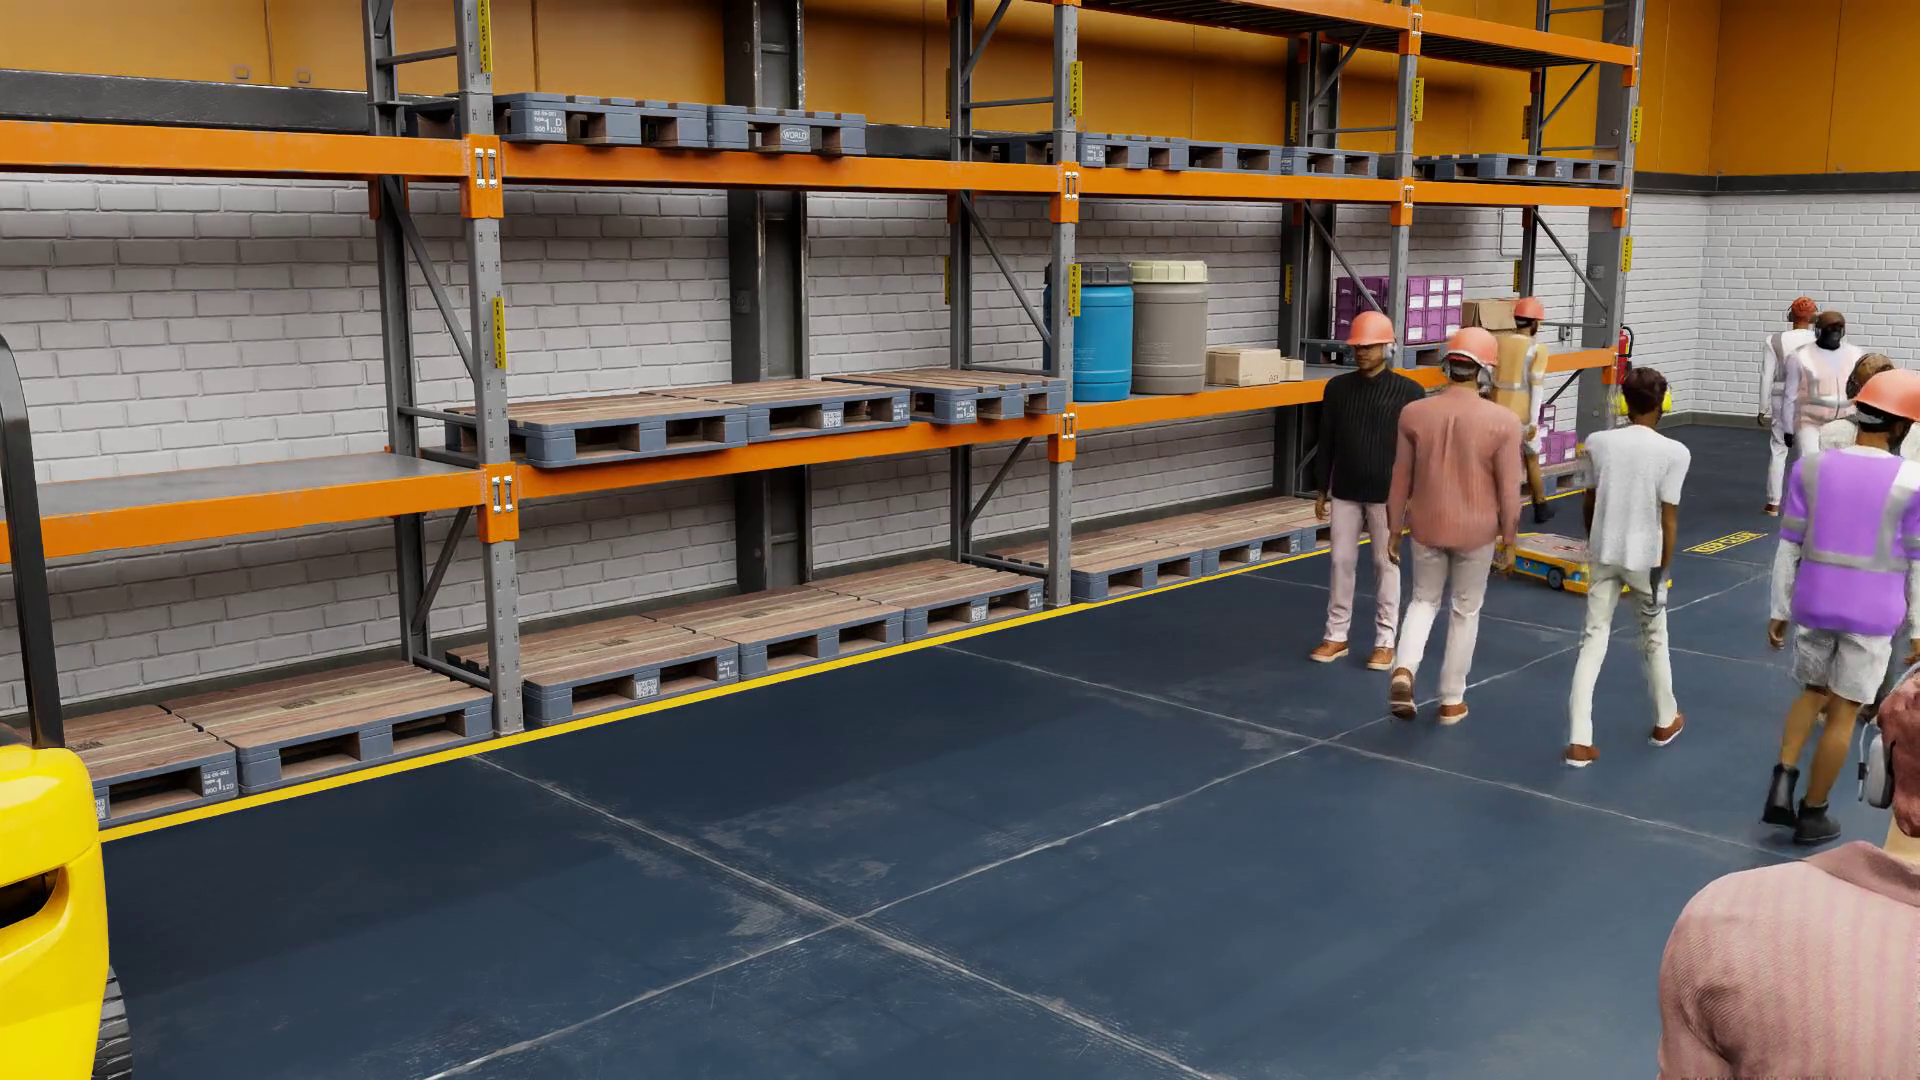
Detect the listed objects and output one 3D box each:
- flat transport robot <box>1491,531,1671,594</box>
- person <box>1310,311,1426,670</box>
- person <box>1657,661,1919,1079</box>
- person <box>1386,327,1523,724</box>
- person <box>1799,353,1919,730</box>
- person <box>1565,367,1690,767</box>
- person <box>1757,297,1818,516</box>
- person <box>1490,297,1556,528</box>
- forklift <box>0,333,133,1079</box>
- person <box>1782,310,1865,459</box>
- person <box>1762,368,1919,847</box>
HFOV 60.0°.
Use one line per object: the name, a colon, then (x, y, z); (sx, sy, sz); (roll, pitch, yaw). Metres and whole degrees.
flat transport robot: (4.217, 0.140, 11.708); (0.652, 0.197, 1.431); (-4, 11, -22)
person: (2.258, -0.273, 9.256); (0.622, 1.992, 0.395); (7, 13, 34)
person: (1.235, 1.071, 2.174); (0.651, 1.904, 0.404); (7, 12, 32)
person: (2.372, -0.036, 8.044); (0.640, 1.965, 0.615); (7, 12, 32)
person: (4.362, 0.021, 8.083); (0.524, 1.841, 0.362); (0, 10, -2)
person: (3.083, 0.112, 7.664); (0.493, 1.814, 0.944); (8, 13, 38)
person: (7.155, -1.132, 14.249); (0.573, 1.883, 0.359); (5, 12, 25)
person: (4.634, -1.048, 13.758); (0.934, 1.889, 0.556); (-10, 14, -43)
forklift: (-3.289, 0.485, 4.582); (1.214, 2.155, 2.313); (-10, 14, -44)
person: (6.872, -0.929, 13.306); (0.625, 1.827, 0.744); (0, 10, 1)
person: (3.475, 0.282, 6.490); (0.432, 1.904, 0.558); (-9, 14, -41)
